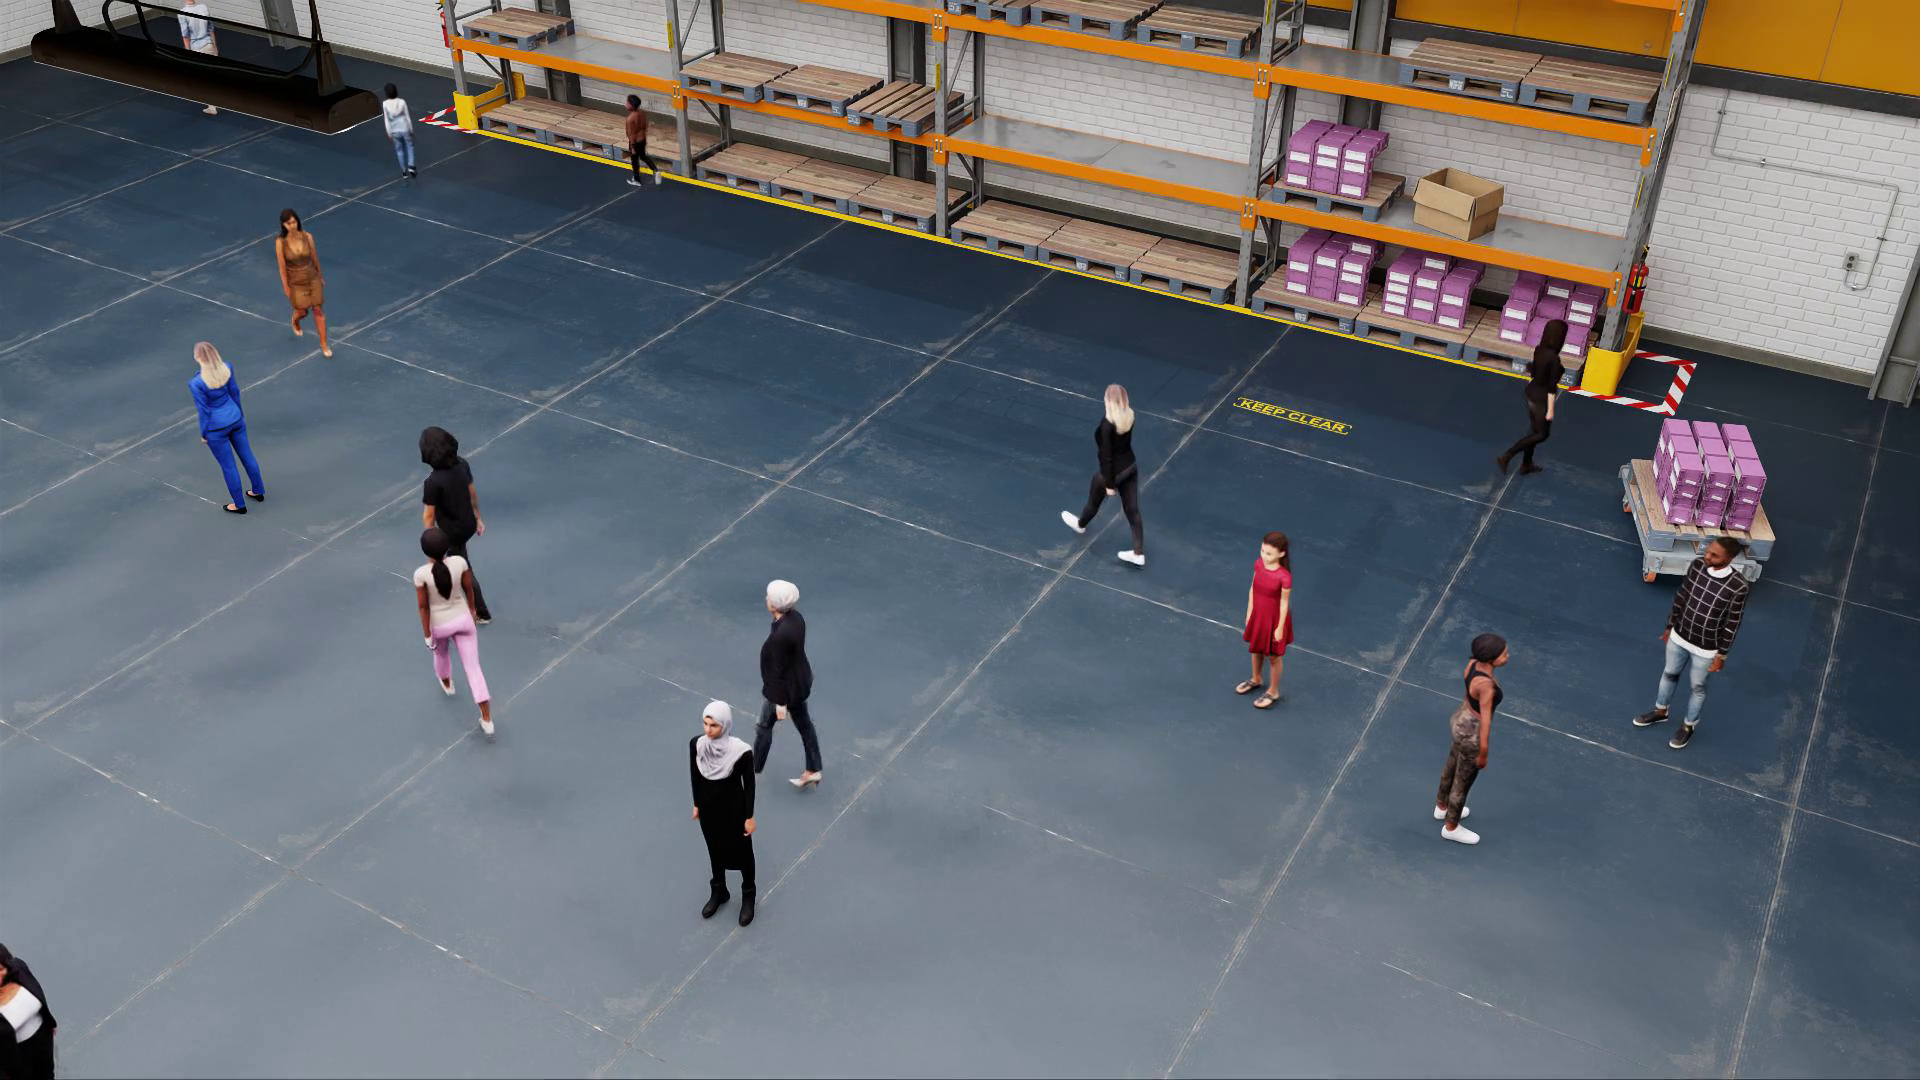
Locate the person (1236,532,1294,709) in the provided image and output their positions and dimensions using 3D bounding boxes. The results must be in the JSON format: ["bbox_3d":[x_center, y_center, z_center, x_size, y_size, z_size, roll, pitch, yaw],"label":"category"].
[{"bbox_3d":[2.389,0.585,12.815,0.687,1.551,0.628,-26,42,-33],"label":"person"}]

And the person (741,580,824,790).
[{"bbox_3d":[-1.174,1.091,11.777,0.991,1.762,0.892,10,35,14],"label":"person"}]

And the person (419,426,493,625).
[{"bbox_3d":[-4.040,-0.080,13.574,0.693,1.818,0.679,12,35,17],"label":"person"}]

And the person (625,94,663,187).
[{"bbox_3d":[-4.184,-5.232,21.843,0.742,1.245,0.522,18,37,24],"label":"person"}]

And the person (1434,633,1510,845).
[{"bbox_3d":[3.543,1.345,11.537,0.672,1.700,0.658,2,34,3],"label":"person"}]

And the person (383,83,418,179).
[{"bbox_3d":[-7.459,-5.437,22.148,0.595,1.249,0.653,-10,35,-14],"label":"person"}]

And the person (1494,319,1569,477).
[{"bbox_3d":[5.353,-1.288,15.561,0.921,1.631,0.838,-5,34,-8],"label":"person"}]

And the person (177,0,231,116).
[{"bbox_3d":[-11.013,-7.135,24.162,0.590,1.847,0.687,25,41,32],"label":"person"}]

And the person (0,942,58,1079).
[{"bbox_3d":[-5.309,2.847,9.357,0.733,1.612,0.725,6,34,8],"label":"person"}]

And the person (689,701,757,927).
[{"bbox_3d":[-1.530,1.763,10.837,0.540,1.780,0.705,10,35,15],"label":"person"}]

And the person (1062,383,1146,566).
[{"bbox_3d":[1.433,-0.518,14.401,1.221,1.632,0.820,28,42,35],"label":"person"}]

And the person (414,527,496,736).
[{"bbox_3d":[-3.783,0.707,12.504,0.985,1.692,1.247,-19,38,-26],"label":"person"}]

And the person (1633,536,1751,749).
[{"bbox_3d":[5.505,0.716,12.375,0.805,1.820,0.664,-20,38,-27],"label":"person"}]

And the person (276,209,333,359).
[{"bbox_3d":[-7.029,-2.761,17.739,0.727,1.673,0.905,-26,42,-34],"label":"person"}]

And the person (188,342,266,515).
[{"bbox_3d":[-6.679,-1.036,15.119,0.548,1.701,0.621,16,37,22],"label":"person"}]
